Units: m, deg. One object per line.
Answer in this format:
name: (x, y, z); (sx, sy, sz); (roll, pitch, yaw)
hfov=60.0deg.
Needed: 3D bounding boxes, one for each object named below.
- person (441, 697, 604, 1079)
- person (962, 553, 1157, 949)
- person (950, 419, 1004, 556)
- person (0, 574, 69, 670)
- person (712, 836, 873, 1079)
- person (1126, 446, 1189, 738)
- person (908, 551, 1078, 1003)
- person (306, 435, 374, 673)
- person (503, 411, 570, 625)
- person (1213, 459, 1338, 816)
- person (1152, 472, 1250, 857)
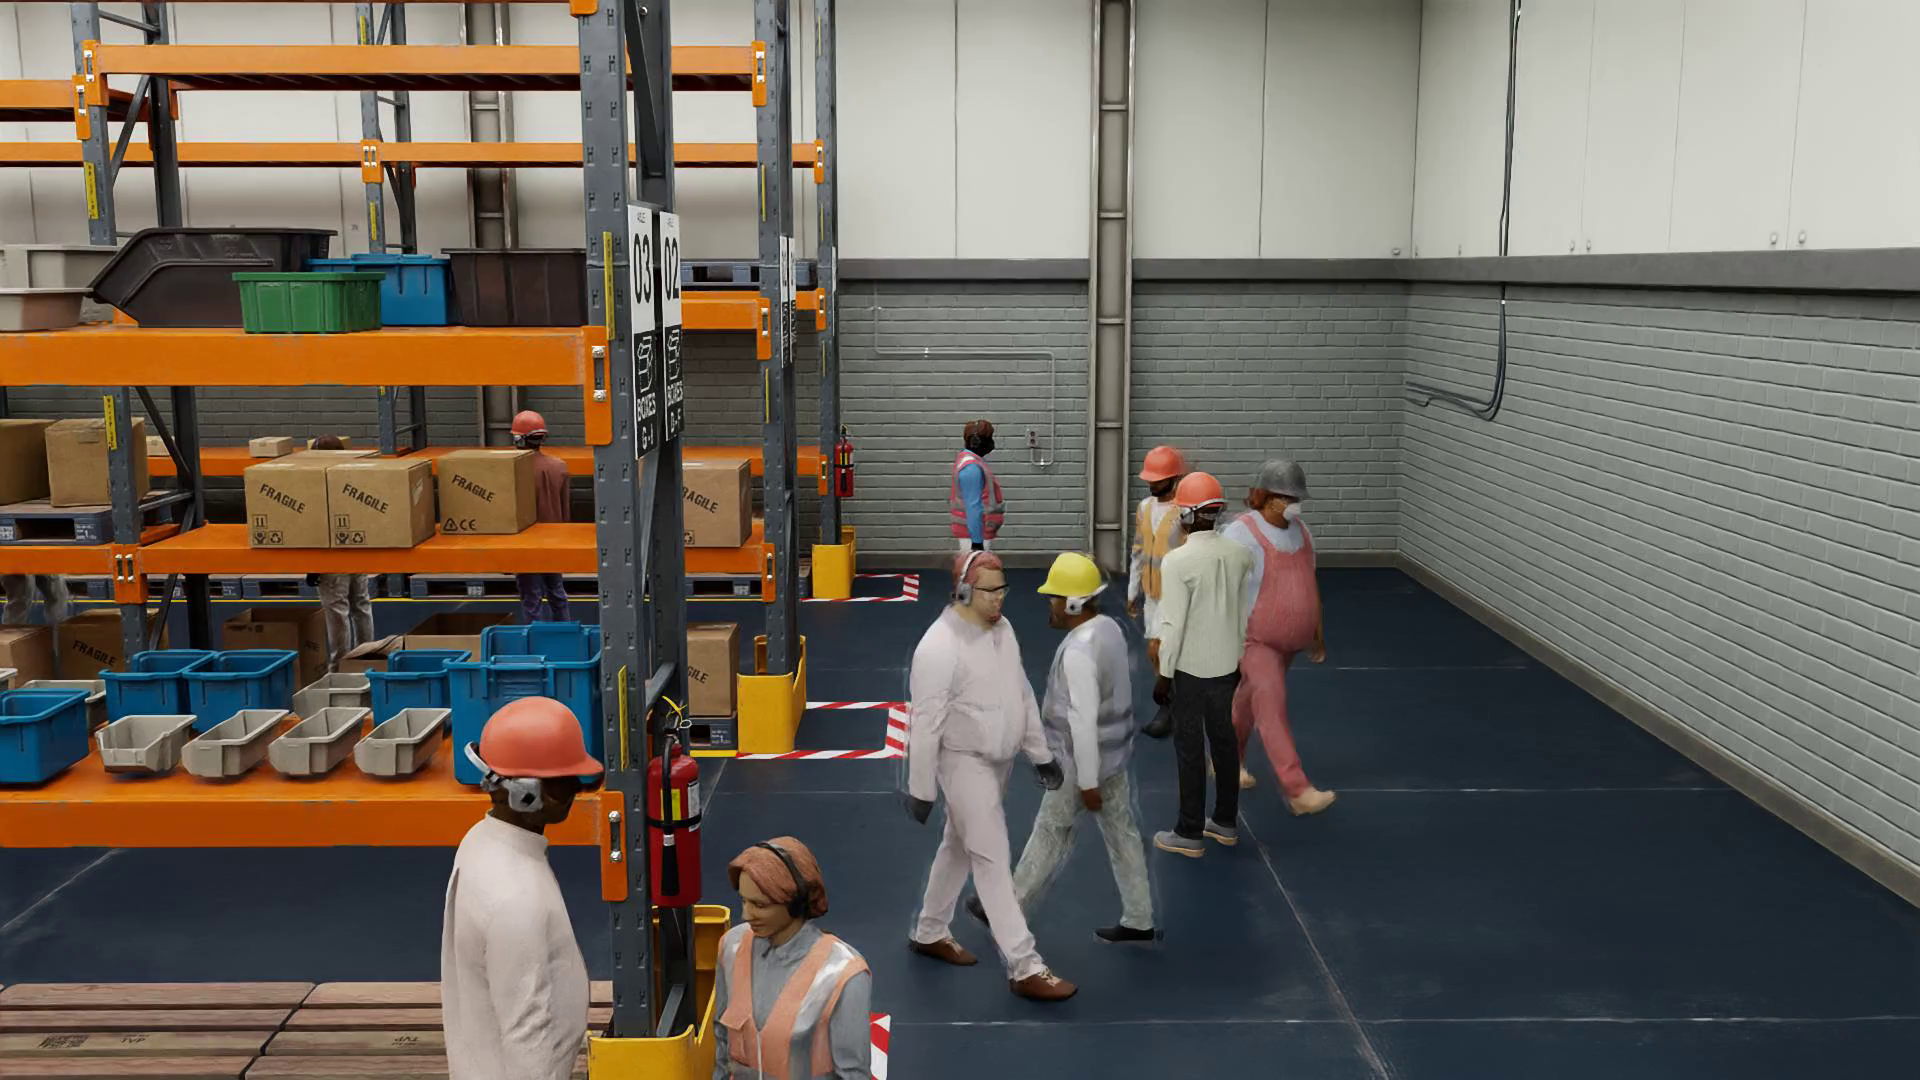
person: (-1.088, 1.369, 4.225); (0.413, 1.982, 0.623); (-3, 10, -20)
person: (0.484, 0.940, 7.425); (0.903, 1.785, 0.605); (4, 10, 23)
person: (0.139, -0.047, 13.321); (0.429, 1.841, 0.633); (0, 9, -1)
person: (-6.859, 0.083, 12.304); (0.584, 1.906, 0.657); (-2, 9, -12)
person: (-0.423, 1.539, 4.242); (0.524, 1.630, 0.324); (7, 12, 37)
person: (1.294, 0.343, 10.700); (0.499, 1.911, 0.580); (-7, 11, -35)
person: (0.132, 0.968, 7.004); (0.888, 1.866, 0.649); (5, 11, 29)
person: (-4.540, 0.151, 12.132); (0.429, 1.837, 0.621); (3, 10, 20)
person: (-3.144, 0.040, 12.315); (0.378, 1.996, 0.611); (6, 11, 34)
person: (1.797, 0.490, 9.422); (0.686, 2.000, 1.031); (-8, 12, -40)
person: (1.238, 0.639, 8.646); (0.623, 1.992, 0.397); (-7, 12, -38)
